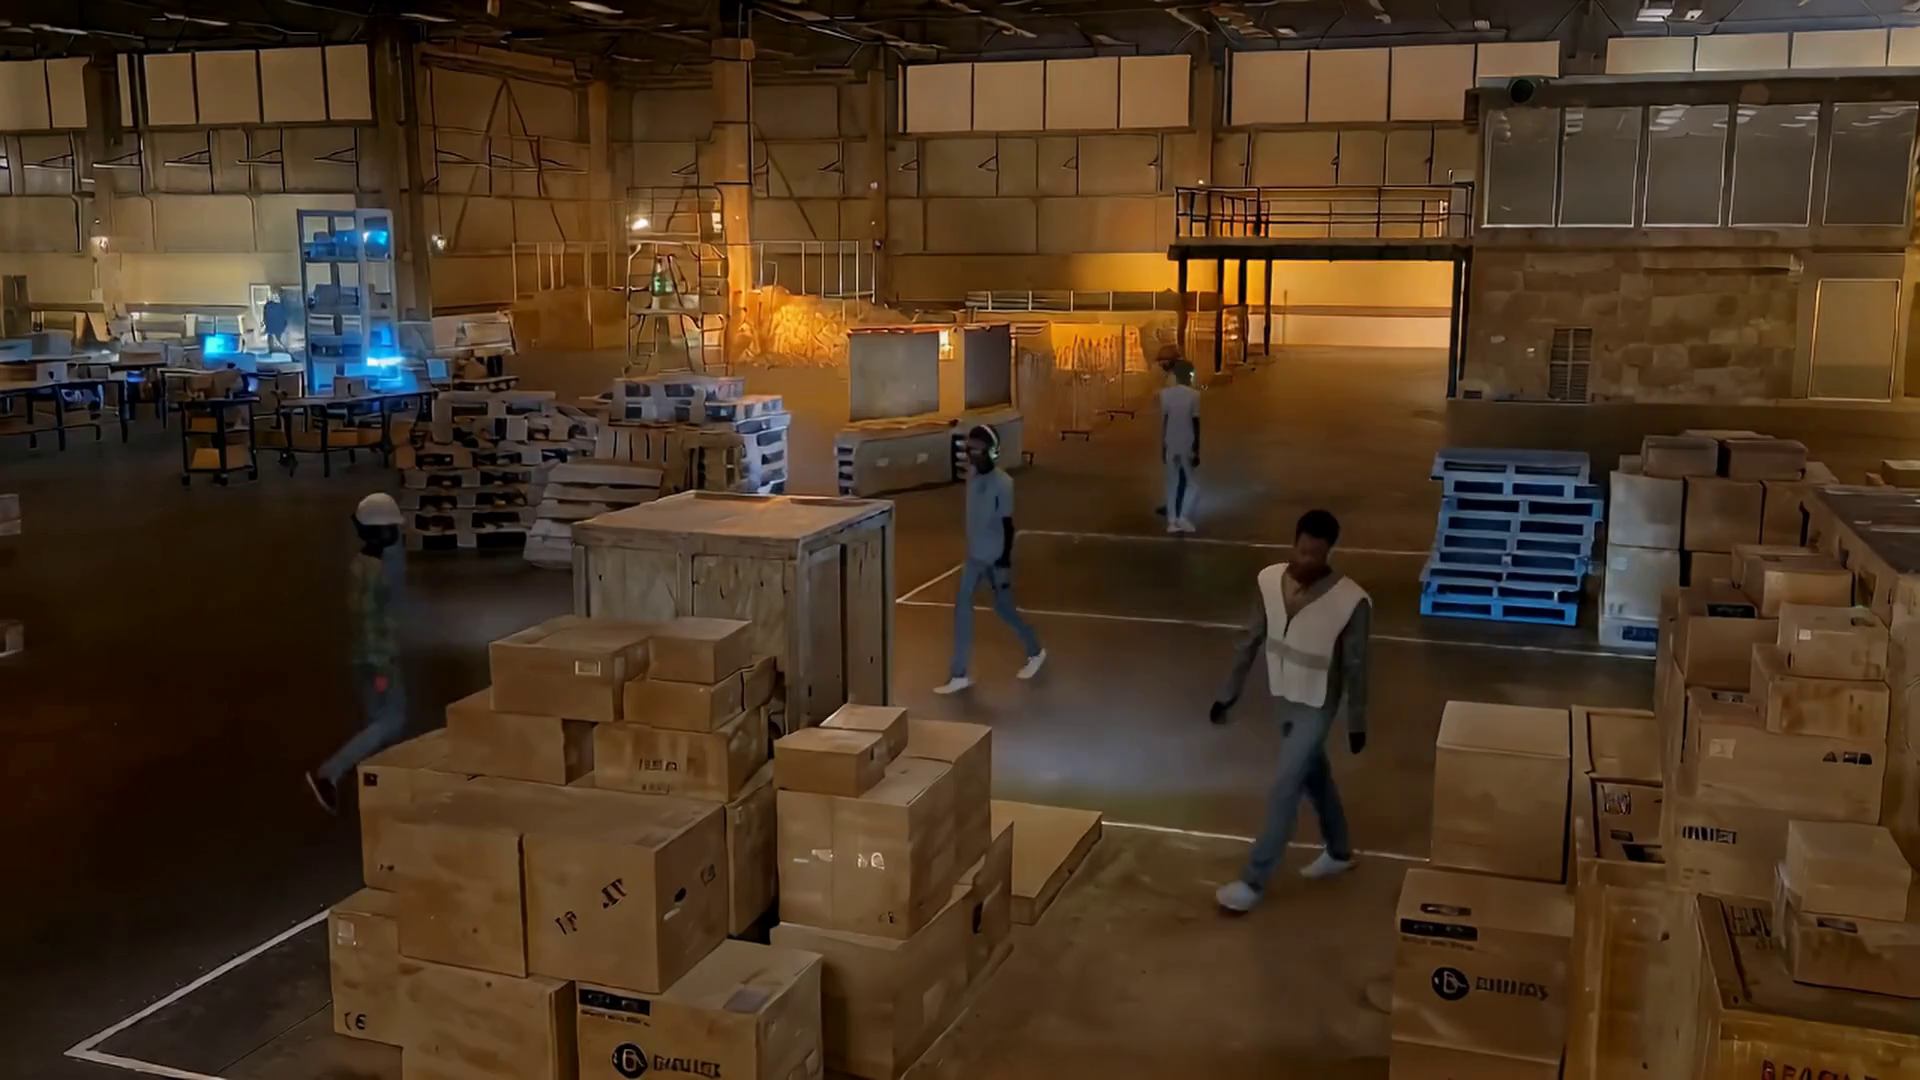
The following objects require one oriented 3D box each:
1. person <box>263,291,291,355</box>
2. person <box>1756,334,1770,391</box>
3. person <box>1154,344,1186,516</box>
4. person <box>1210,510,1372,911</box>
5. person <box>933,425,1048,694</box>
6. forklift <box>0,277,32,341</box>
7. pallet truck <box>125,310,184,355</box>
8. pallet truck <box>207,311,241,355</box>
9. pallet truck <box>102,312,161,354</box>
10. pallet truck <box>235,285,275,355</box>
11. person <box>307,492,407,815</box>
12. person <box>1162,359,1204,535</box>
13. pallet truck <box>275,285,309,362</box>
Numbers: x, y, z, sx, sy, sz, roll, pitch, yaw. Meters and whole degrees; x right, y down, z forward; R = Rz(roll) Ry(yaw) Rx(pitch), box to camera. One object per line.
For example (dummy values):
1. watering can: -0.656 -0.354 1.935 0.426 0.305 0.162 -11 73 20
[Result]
1. person: -17.184 -5.308 41.767 0.612 1.886 0.669 5 11 27
2. person: 15.512 -3.476 32.132 0.280 1.632 0.501 -2 10 -12
3. person: 2.365 -1.239 18.754 0.398 1.928 0.541 4 11 21
4. person: 1.560 0.765 7.687 1.020 1.844 0.620 -7 12 -34
5. person: 0.241 0.112 11.407 0.910 1.839 0.530 -8 13 -39
6. forklift: -27.151 -6.329 46.328 1.157 1.987 2.680 3 11 17
7. pallet truck: -22.038 -5.665 45.457 0.704 1.261 1.522 3 11 17
8. pallet truck: -19.537 -5.575 44.913 0.653 1.274 1.630 3 11 19
9. pallet truck: -23.057 -5.777 46.261 0.680 1.201 1.601 3 11 19
10. pallet truck: -18.327 -5.835 44.421 0.823 1.965 1.885 4 11 23
11. person: -3.148 0.620 8.786 0.550 1.753 0.528 -5 11 -26
12. person: 2.322 -0.969 17.438 0.525 1.849 0.408 8 13 40
13. pallet truck: -17.147 -5.700 43.663 0.823 1.965 1.885 3 11 17
